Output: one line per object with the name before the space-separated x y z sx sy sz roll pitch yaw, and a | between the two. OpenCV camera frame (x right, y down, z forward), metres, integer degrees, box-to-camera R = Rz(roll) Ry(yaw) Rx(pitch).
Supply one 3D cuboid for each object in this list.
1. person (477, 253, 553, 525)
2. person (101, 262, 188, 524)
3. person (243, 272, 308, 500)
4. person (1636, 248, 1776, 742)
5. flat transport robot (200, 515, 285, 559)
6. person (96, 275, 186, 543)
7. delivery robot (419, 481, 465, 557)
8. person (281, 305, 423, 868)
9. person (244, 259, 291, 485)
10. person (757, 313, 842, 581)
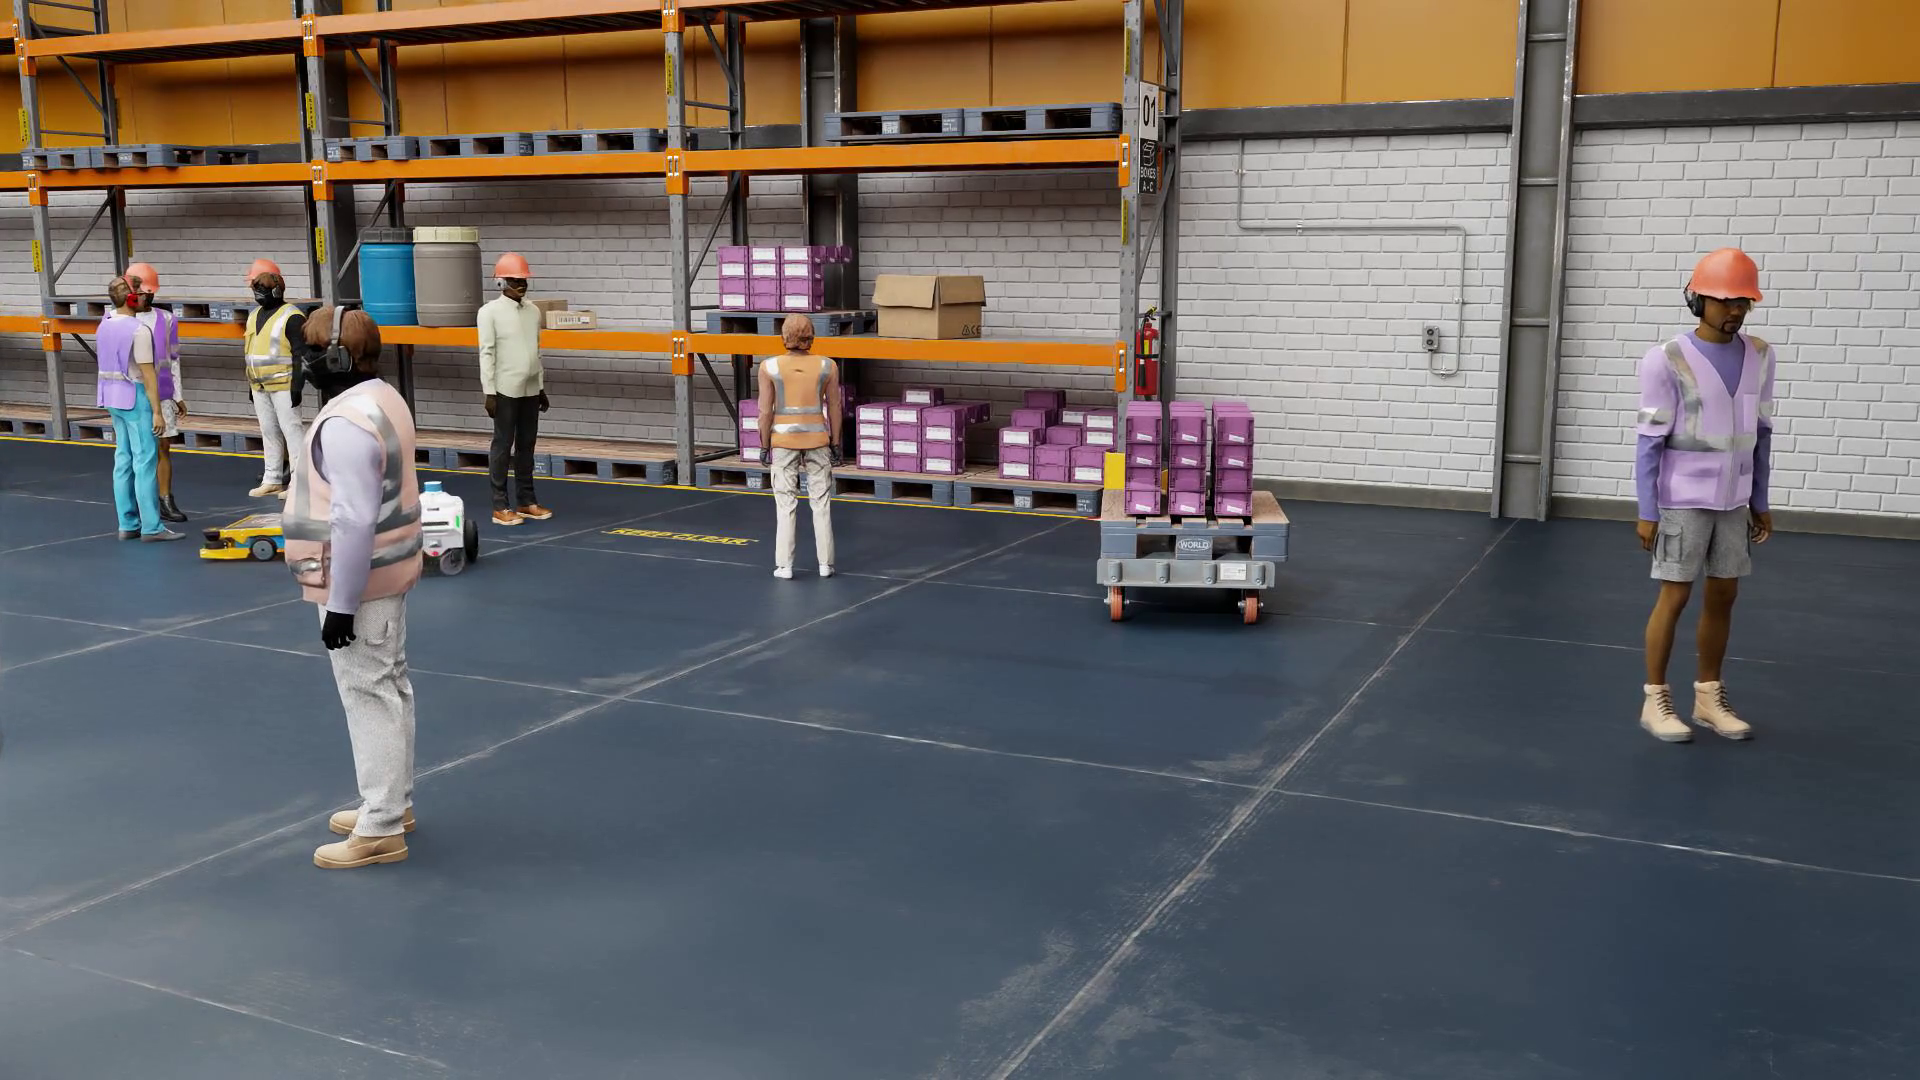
person | -3.286 -1.115 12.327 0.391 1.992 0.623 5 11 28
person | -5.975 -1.066 12.236 0.375 1.928 0.542 9 13 42
person | -5.574 -1.250 13.541 0.627 1.844 0.429 5 11 27
person | 3.068 -0.169 6.828 0.612 2.030 0.405 -3 10 -15
flat transport robot | -4.238 -0.053 11.125 1.431 0.197 0.652 -2 9 -5
person | -5.716 -0.897 11.495 0.565 1.850 0.390 6 12 32
delivery robot | -3.323 -0.128 10.525 0.477 0.478 0.707 -3 10 -16
person | -2.002 0.153 5.510 0.429 1.844 0.626 -2 10 -10
person | -5.909 -1.435 14.322 0.371 1.939 0.543 -8 13 -38
person | -0.980 -0.565 10.198 0.523 1.638 0.310 -2 10 -13
